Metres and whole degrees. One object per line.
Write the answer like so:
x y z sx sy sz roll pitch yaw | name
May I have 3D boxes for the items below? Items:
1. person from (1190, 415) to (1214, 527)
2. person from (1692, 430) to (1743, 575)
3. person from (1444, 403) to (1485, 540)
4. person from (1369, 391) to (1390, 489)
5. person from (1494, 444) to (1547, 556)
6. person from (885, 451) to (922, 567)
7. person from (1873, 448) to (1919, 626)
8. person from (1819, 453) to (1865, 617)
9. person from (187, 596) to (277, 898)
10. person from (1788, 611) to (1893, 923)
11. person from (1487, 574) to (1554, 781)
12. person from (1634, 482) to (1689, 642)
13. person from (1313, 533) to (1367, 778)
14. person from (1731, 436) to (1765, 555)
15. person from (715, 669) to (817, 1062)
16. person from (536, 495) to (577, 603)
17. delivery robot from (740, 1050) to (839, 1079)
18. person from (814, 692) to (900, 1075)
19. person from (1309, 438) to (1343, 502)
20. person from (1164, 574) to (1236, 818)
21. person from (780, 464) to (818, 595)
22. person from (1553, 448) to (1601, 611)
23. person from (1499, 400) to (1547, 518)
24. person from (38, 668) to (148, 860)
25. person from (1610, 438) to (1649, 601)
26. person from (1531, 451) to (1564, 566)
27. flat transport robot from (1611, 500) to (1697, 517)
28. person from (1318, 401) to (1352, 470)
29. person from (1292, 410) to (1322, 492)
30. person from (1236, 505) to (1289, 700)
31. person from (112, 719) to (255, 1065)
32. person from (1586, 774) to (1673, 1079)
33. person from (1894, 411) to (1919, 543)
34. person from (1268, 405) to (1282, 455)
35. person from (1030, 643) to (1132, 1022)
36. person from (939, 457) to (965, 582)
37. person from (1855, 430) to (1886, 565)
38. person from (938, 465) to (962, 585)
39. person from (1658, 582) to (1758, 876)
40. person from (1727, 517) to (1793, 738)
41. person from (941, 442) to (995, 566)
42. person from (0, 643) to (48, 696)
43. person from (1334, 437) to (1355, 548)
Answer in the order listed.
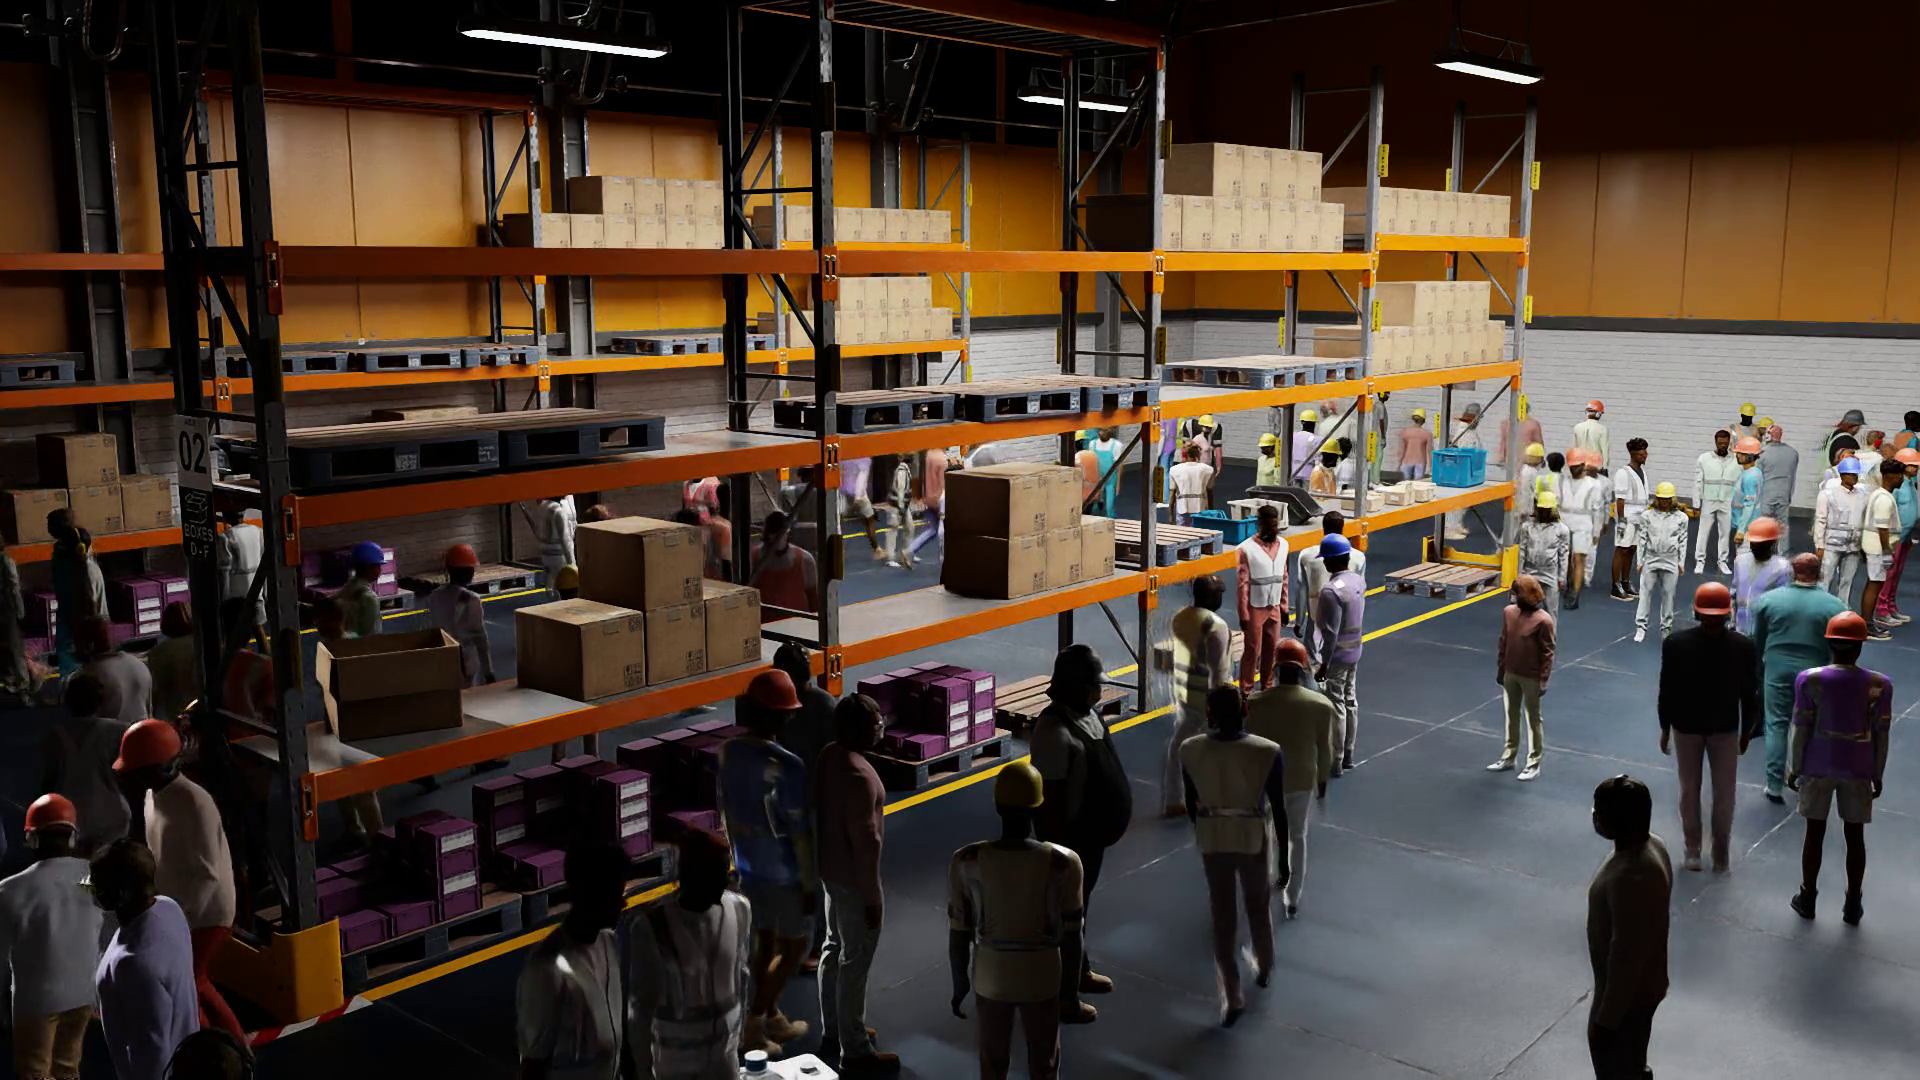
3.688 -1.019 25.195 0.326 1.765 0.530 7 12 36 | person
9.848 -0.491 21.649 0.608 1.905 0.407 2 10 9 | person
7.426 -1.039 24.486 0.591 2.000 0.739 2 10 10 | person
7.534 -1.840 29.801 0.328 1.865 0.521 0 10 -2 | person
7.479 -0.432 21.949 0.859 1.712 0.513 4 10 24 | person
-0.765 -0.450 22.247 0.507 1.614 0.513 1 10 7 | person
10.540 -0.042 18.667 0.611 1.996 0.379 -8 13 -41 | person
10.083 -0.050 19.049 0.362 1.886 0.576 -4 10 -24 | person
-4.593 1.322 10.674 0.612 1.945 0.463 1 10 7 | person
5.414 1.397 10.274 0.542 1.930 0.375 4 10 21 | person
4.431 1.073 13.096 0.285 1.631 0.502 -5 11 -28 | person
7.478 0.241 17.731 0.490 1.743 0.324 3 10 18 | person
2.981 0.907 13.168 0.394 1.942 0.601 6 11 34 | person
9.120 -0.185 19.369 0.366 2.048 0.607 5 11 26 | person
-0.975 1.658 8.425 0.616 2.033 0.546 8 13 41 | person
-4.673 -0.082 19.395 0.404 1.831 0.600 3 10 19 | person
-0.905 2.517 7.404 0.707 0.478 0.477 -6 11 -33 | delivery robot
-0.537 1.710 8.376 0.355 1.938 0.636 -4 10 -22 | person
4.481 -0.299 20.454 0.409 1.918 0.585 5 11 26 | person
1.896 1.134 12.206 0.922 1.799 0.635 -5 11 -29 | person
-1.649 0.061 18.096 0.641 2.001 0.811 -1 10 -8 | person
7.296 -0.160 19.759 0.559 1.890 0.980 7 12 35 | person
9.022 -1.300 26.577 0.910 1.868 0.658 -9 13 -43 | person
-4.891 1.610 9.451 0.516 1.789 0.999 -1 10 -8 | person
8.093 -0.259 20.050 0.603 1.967 0.367 -9 13 -42 | person
7.592 -0.300 21.221 0.520 1.659 0.807 0 10 1 | person
10.961 -0.494 26.506 1.431 0.197 0.652 -4 10 -21 | flat transport robot
5.933 -1.285 26.490 0.740 1.873 0.411 -6 11 -30 | person
5.026 -0.937 24.226 0.372 1.923 0.593 -9 13 -42 | person
2.721 0.620 14.993 0.592 1.909 0.410 -6 11 -34 | person
-3.652 1.780 7.933 0.647 1.965 0.572 9 13 42 | person
2.802 1.934 7.063 0.372 1.934 0.627 5 11 29 | person
13.718 -0.920 24.142 0.392 1.920 0.593 1 10 6 | person
5.672 -1.793 29.897 0.311 1.736 0.483 4 10 23 | person
0.665 1.550 9.029 0.538 2.000 0.686 3 10 19 | person
-0.047 -0.234 20.876 0.309 1.641 0.513 -5 11 -27 | person
12.266 -0.561 22.310 0.863 1.811 0.592 -1 10 -7 | person
-0.083 -0.037 19.528 0.319 1.699 0.532 3 10 17 | person
4.944 1.249 11.023 0.599 1.971 0.525 4 10 23 | person
6.776 0.745 14.165 0.460 1.928 0.596 -5 11 -28 | person
0.106 -0.592 21.822 0.837 2.000 0.708 -3 10 -20 | person
-8.925 0.559 15.184 0.632 1.964 0.904 7 12 35 | person
5.204 -0.566 22.705 0.362 1.686 0.548 0 10 2 | person
